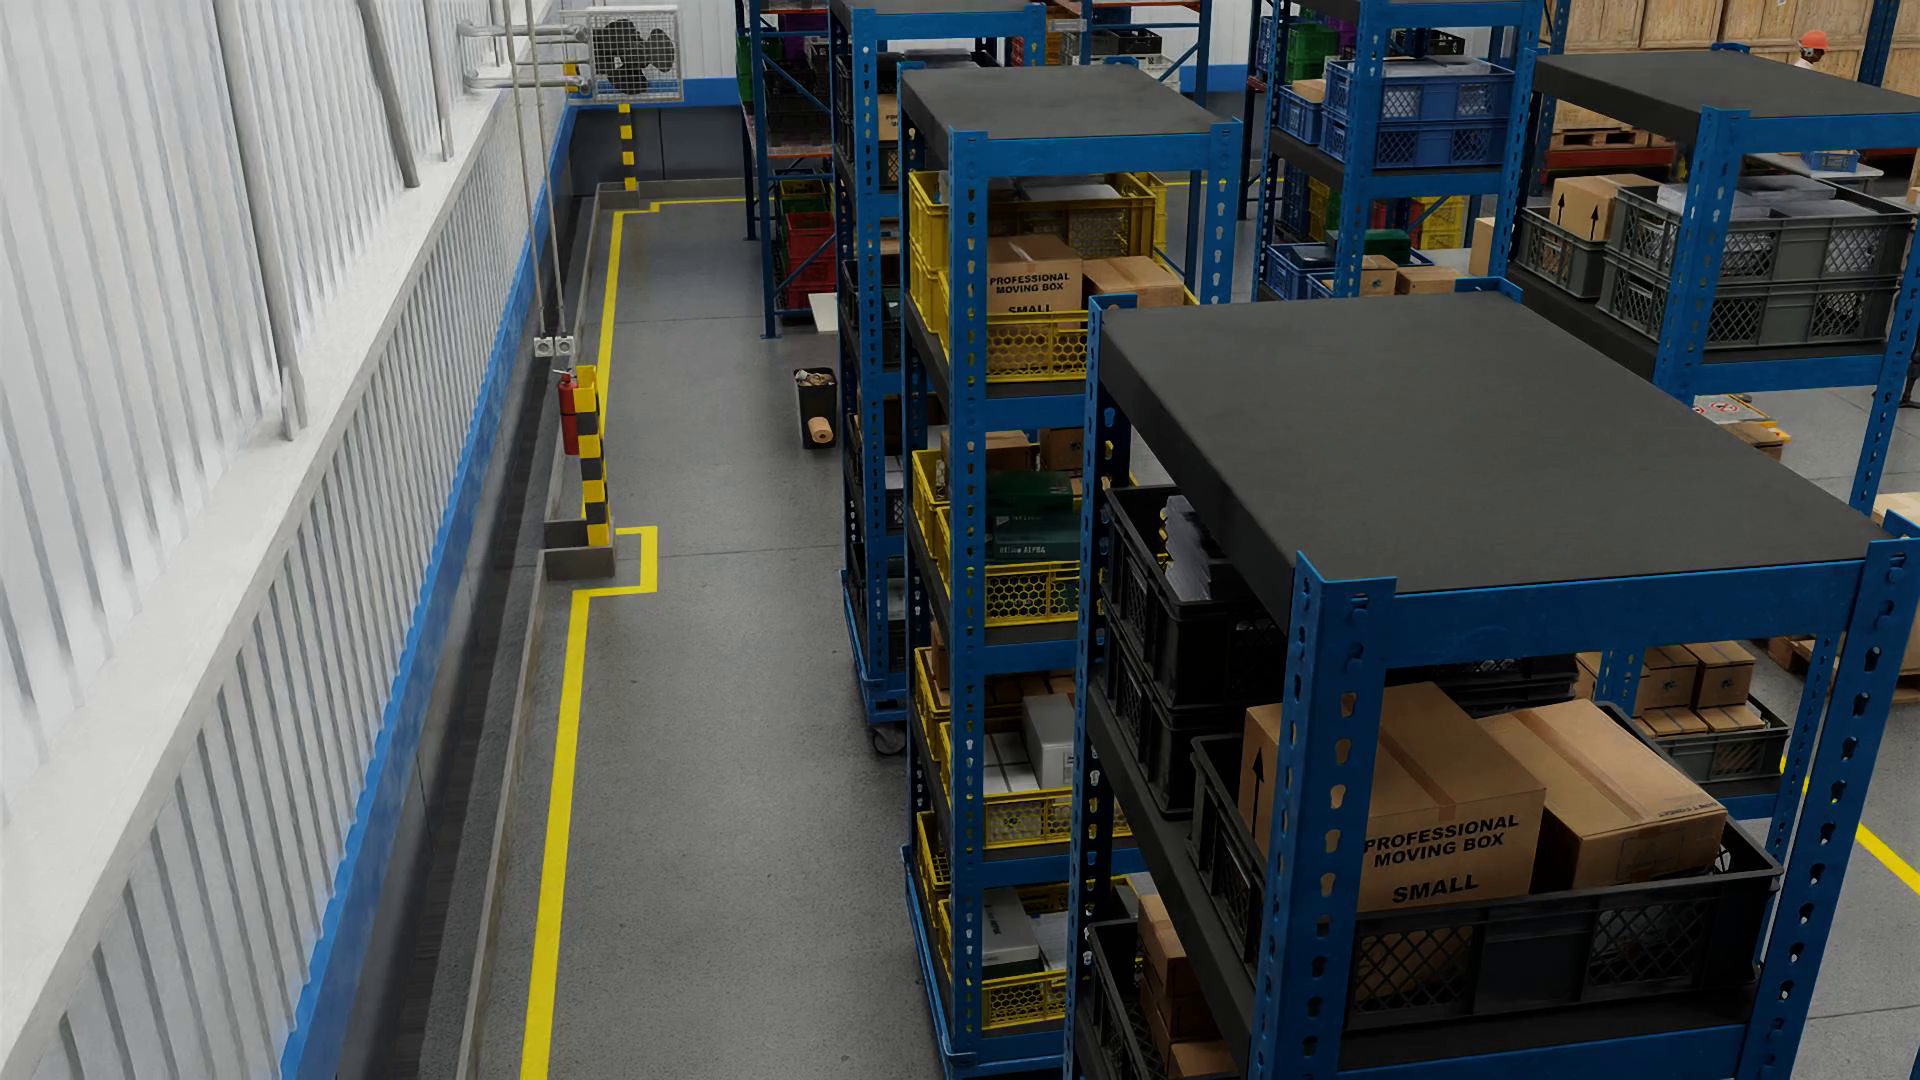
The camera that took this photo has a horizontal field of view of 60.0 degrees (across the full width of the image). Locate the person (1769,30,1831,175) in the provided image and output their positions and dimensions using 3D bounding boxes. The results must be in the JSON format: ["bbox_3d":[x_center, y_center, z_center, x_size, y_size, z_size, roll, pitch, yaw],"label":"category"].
[{"bbox_3d":[9.033,-4.488,18.000,0.393,1.986,0.614,15,29,29],"label":"person"}]

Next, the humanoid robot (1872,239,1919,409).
[{"bbox_3d":[7.314,-1.838,12.593,0.327,1.657,0.589,-4,25,-8],"label":"humanoid robot"}]

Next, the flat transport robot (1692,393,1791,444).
[{"bbox_3d":[5.224,-0.859,12.132,1.431,0.197,0.652,-4,25,-8],"label":"flat transport robot"}]

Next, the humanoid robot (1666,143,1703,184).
[{"bbox_3d":[6.991,-3.306,15.875,0.602,1.639,0.713,-16,29,-31],"label":"humanoid robot"}]
